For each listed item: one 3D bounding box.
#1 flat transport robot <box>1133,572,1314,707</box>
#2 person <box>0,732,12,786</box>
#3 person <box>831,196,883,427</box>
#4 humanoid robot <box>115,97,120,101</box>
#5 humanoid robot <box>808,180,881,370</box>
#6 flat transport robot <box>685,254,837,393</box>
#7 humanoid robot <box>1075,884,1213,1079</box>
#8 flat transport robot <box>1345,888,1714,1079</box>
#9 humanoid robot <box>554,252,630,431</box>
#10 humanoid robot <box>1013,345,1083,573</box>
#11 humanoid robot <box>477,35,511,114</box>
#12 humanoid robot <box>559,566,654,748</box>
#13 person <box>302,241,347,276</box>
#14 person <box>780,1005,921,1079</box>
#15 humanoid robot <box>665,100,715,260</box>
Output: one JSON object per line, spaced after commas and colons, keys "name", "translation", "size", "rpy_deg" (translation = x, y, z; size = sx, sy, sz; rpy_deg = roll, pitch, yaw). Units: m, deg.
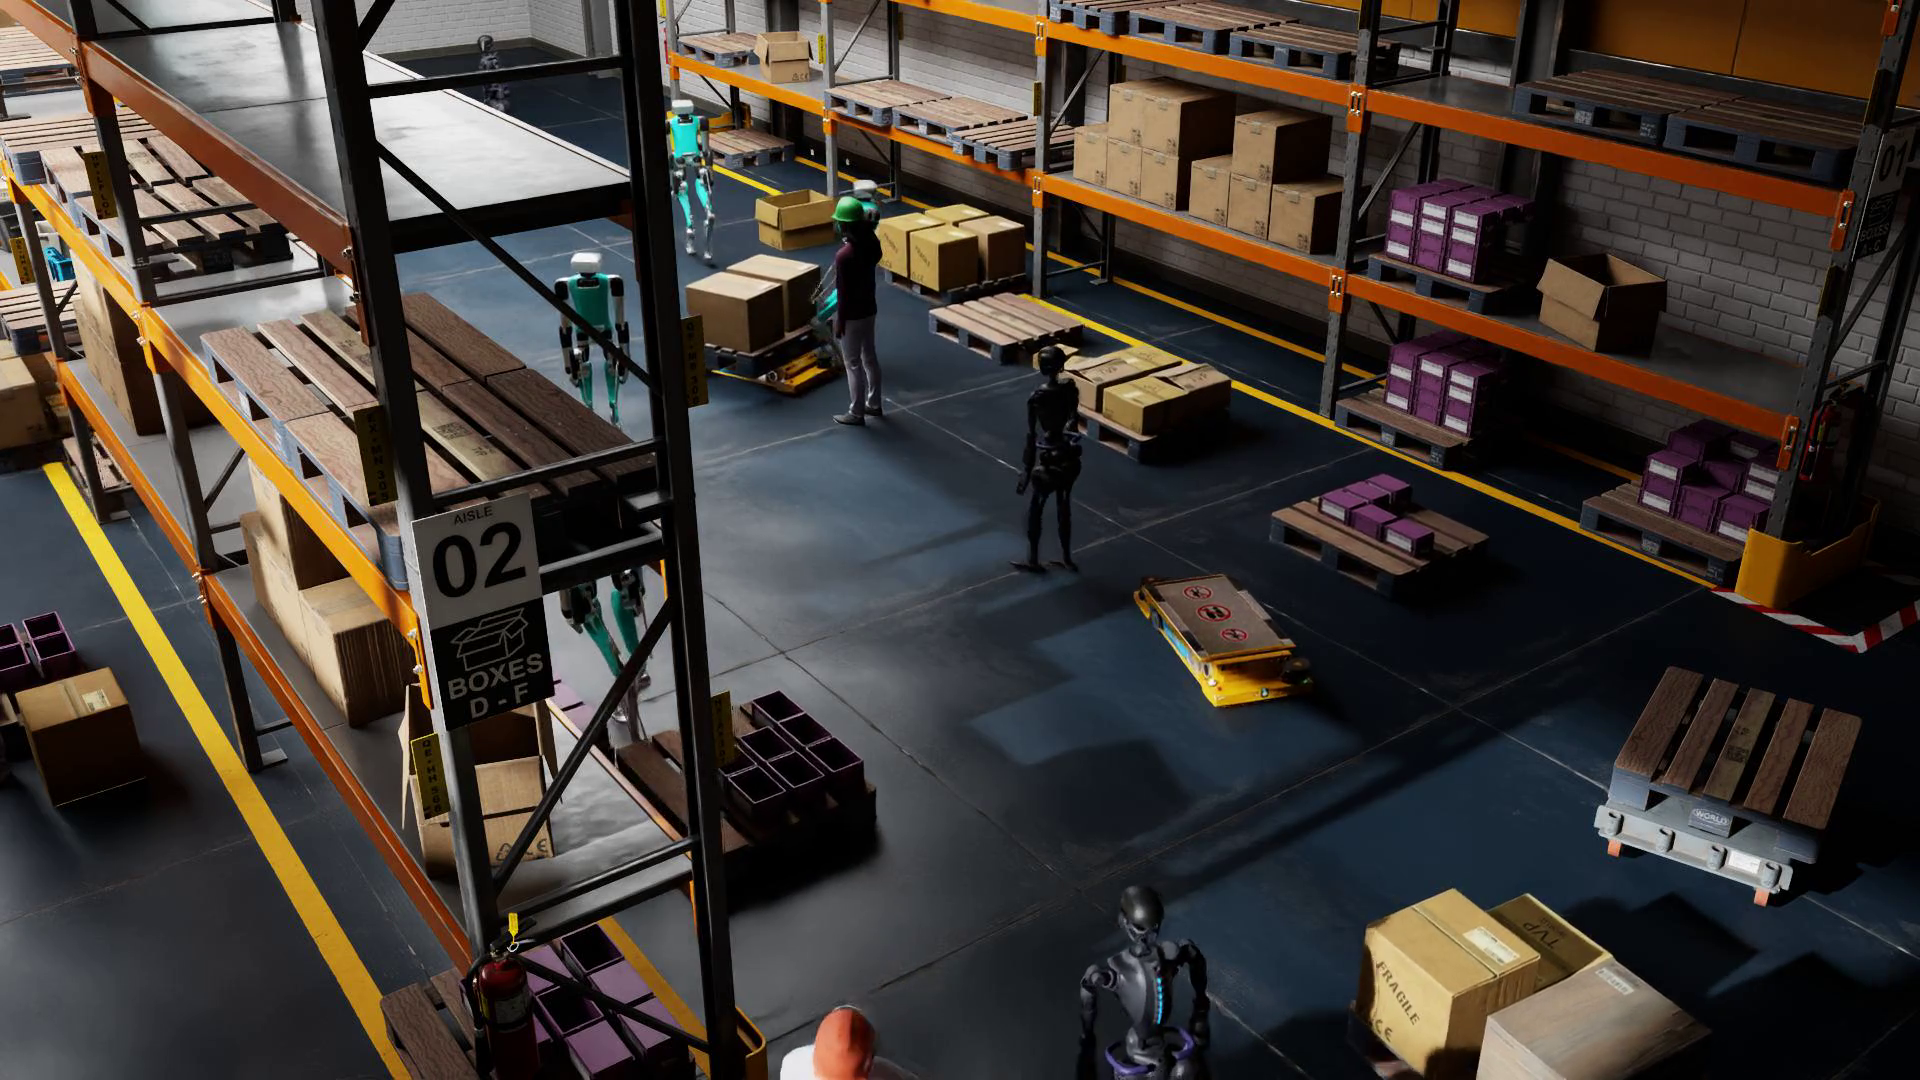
{"name": "flat transport robot", "translation": [1.682, 0.604, 10.786], "size": [0.659, 0.231, 1.431], "rpy_deg": [-7, 28, -14]}
{"name": "person", "translation": [-5.642, 0.550, 9.080], "size": [0.639, 1.902, 0.410], "rpy_deg": [11, 29, 21]}
{"name": "person", "translation": [-0.863, -1.904, 13.921], "size": [0.433, 1.943, 0.481], "rpy_deg": [14, 30, 25]}
{"name": "humanoid robot", "translation": [-9.313, -4.200, 18.833], "size": [0.772, 1.635, 0.586], "rpy_deg": [22, 34, 37]}
{"name": "humanoid robot", "translation": [-1.124, -2.328, 14.994], "size": [0.811, 1.782, 0.600], "rpy_deg": [-11, 29, -21]}
{"name": "flat transport robot", "translation": [-1.902, -1.654, 15.277], "size": [1.431, 0.231, 0.659], "rpy_deg": [15, 31, 28]}
{"name": "humanoid robot", "translation": [0.716, 2.058, 6.348], "size": [0.609, 1.637, 0.541], "rpy_deg": [-11, 29, -21]}
{"name": "flat transport robot", "translation": [2.463, 2.422, 7.170], "size": [1.431, 0.231, 0.659], "rpy_deg": [-14, 30, -26]}
{"name": "humanoid robot", "translation": [-2.820, -1.290, 12.923], "size": [0.537, 1.794, 0.667], "rpy_deg": [-4, 27, -9]}
{"name": "humanoid robot", "translation": [0.626, -0.559, 11.530], "size": [0.404, 1.653, 0.605], "rpy_deg": [21, 33, 35]}
{"name": "humanoid robot", "translation": [-6.148, -5.882, 22.126], "size": [0.383, 1.641, 0.589], "rpy_deg": [-21, 33, -36]}
{"name": "humanoid robot", "translation": [-1.915, 0.451, 9.467], "size": [0.540, 1.757, 0.962], "rpy_deg": [-17, 31, -30]}
{"name": "person", "translation": [-5.255, -1.734, 13.818], "size": [0.688, 1.724, 0.577], "rpy_deg": [22, 34, 36]}
{"name": "person", "translation": [-0.362, 2.277, 5.875], "size": [0.571, 1.679, 0.890], "rpy_deg": [13, 30, 24]}
{"name": "humanoid robot", "translation": [-2.864, -3.805, 17.962], "size": [0.534, 1.763, 1.013], "rpy_deg": [-10, 28, -18]}
